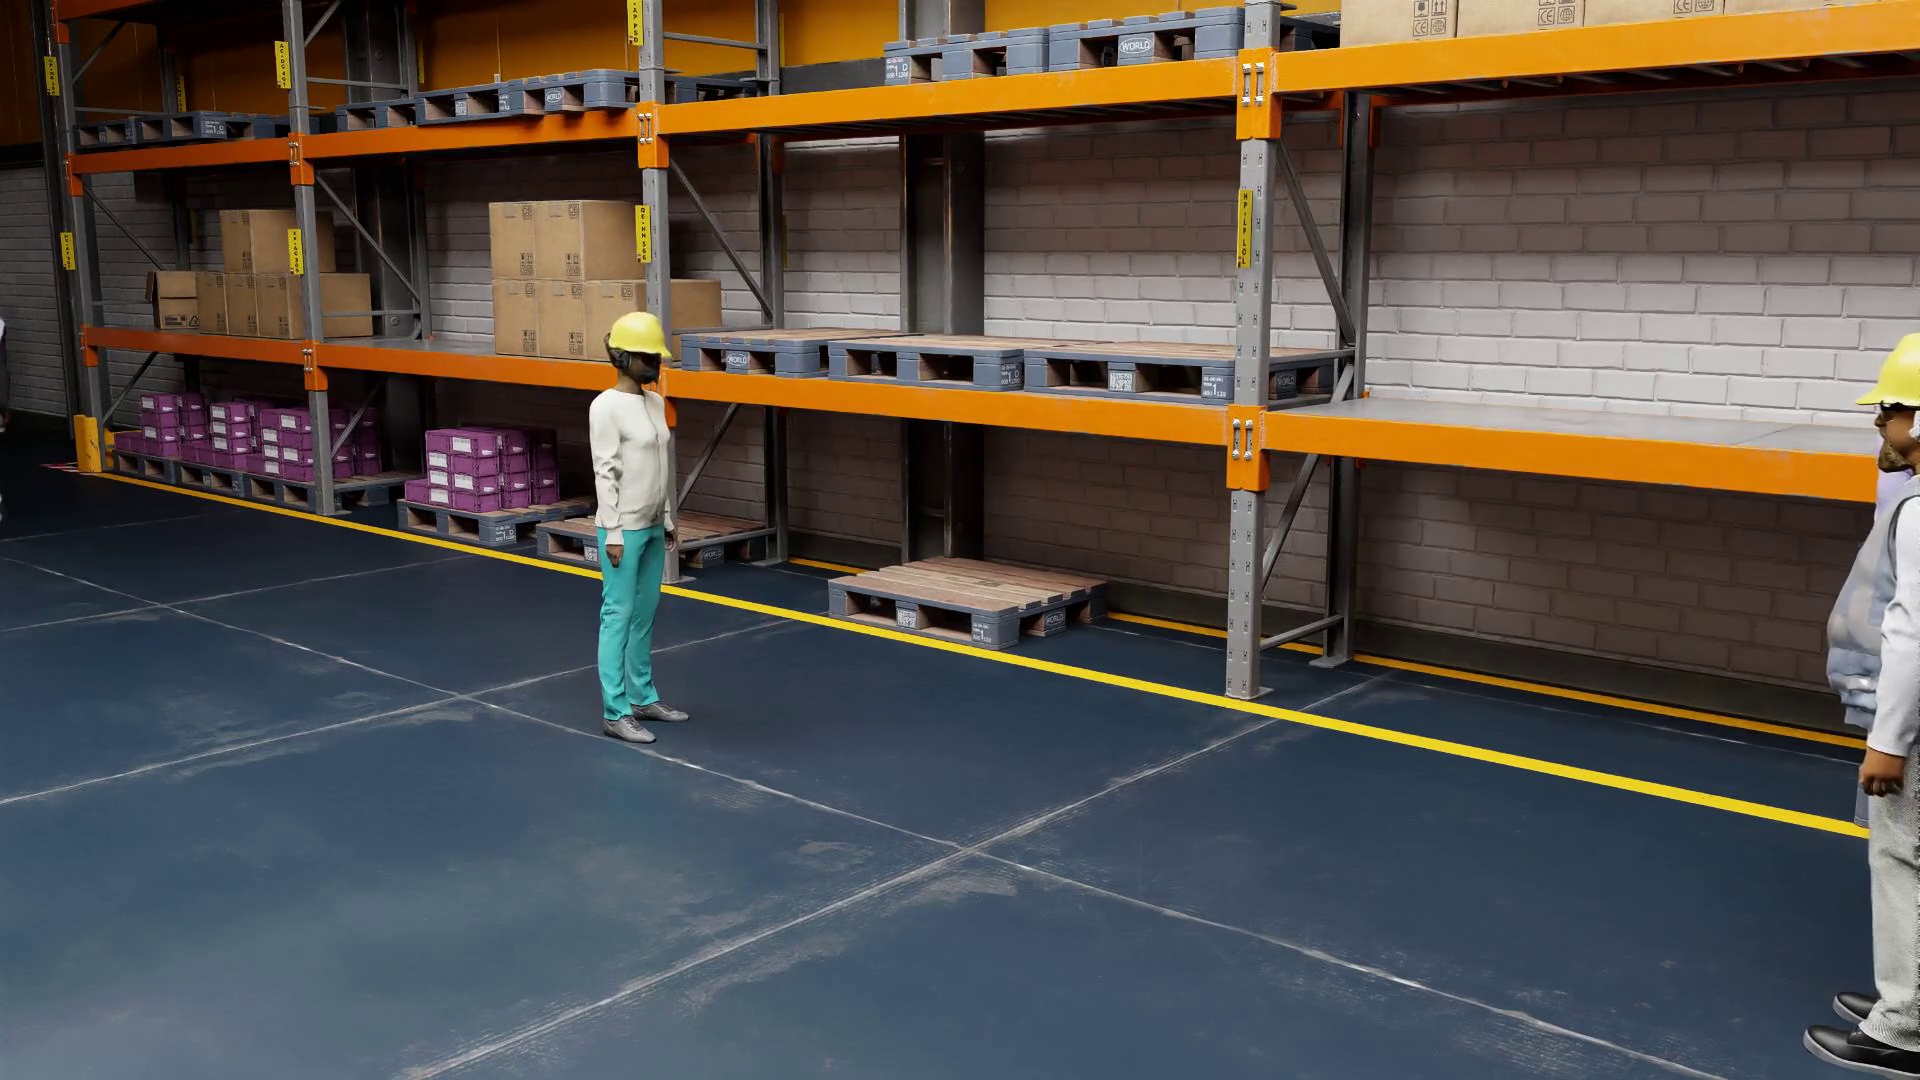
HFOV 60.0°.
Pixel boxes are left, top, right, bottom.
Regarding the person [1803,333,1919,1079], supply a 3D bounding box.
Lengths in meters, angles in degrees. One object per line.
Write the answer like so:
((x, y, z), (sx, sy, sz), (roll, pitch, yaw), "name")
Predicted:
((2.347, 0.409, 4.090), (0.404, 1.824, 0.586), (8, 13, 37), "person")

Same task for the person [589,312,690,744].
((-1.331, -0.057, 6.894), (0.315, 1.766, 0.523), (3, 10, 16), "person")

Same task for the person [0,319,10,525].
((-6.990, -0.973, 11.757), (0.696, 1.899, 0.586), (7, 12, 36), "person")

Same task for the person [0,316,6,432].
((-10.707, -1.973, 18.165), (0.499, 1.636, 0.285), (-9, 13, -41), "person")

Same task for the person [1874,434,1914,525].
((2.804, 0.273, 4.528), (0.629, 1.937, 0.373), (5, 11, 28), "person")
